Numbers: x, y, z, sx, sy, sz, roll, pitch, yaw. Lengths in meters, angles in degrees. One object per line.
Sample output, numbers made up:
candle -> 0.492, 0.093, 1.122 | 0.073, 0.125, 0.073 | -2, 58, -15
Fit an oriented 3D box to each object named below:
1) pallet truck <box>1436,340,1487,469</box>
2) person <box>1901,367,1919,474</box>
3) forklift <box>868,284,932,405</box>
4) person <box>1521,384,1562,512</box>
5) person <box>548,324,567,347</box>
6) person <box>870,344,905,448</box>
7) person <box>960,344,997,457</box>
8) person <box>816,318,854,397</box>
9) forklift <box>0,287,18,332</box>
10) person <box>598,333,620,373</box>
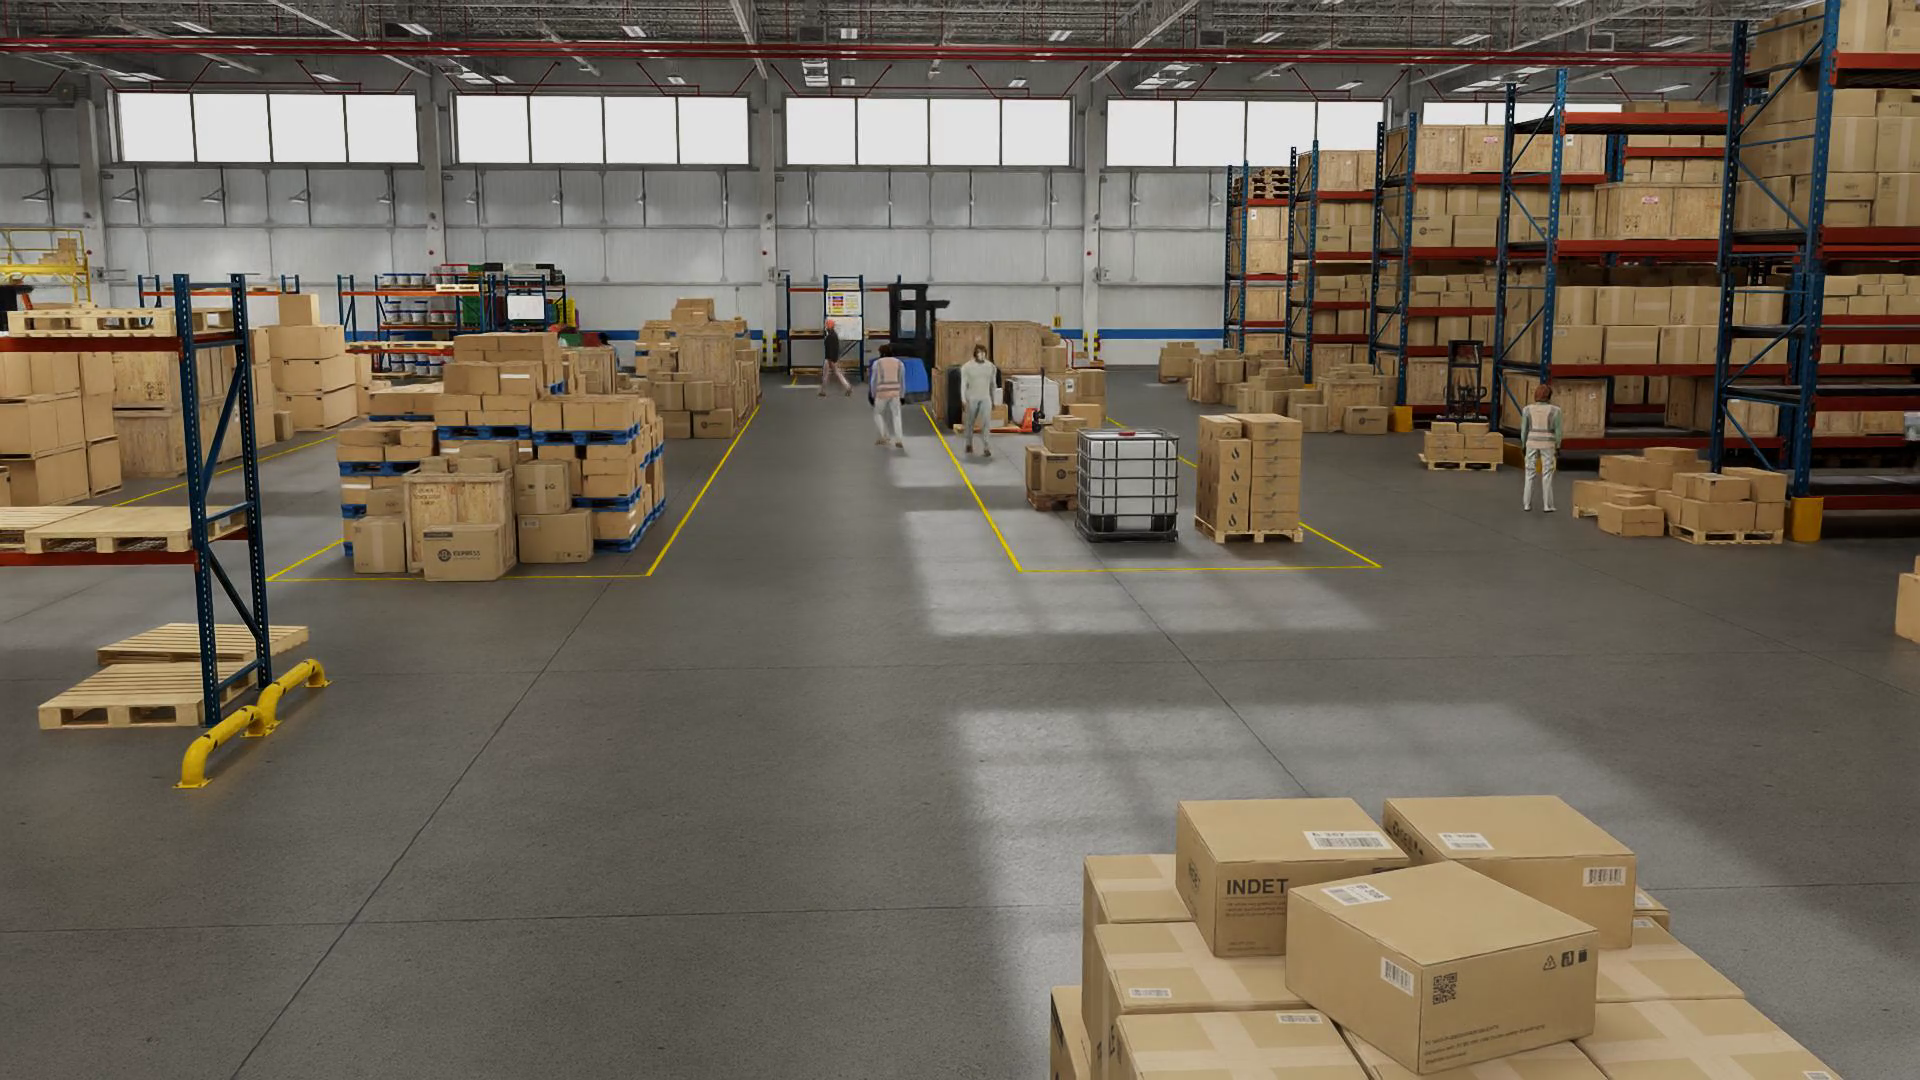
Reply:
pallet truck -> 8.004, -2.170, 26.422 | 0.823, 1.965, 1.885 | 2, 9, 14
person -> 14.257, -1.737, 24.681 | 0.635, 1.683, 0.541 | 0, 9, -3
forklift -> -1.244, -4.627, 39.081 | 1.129, 2.768, 1.873 | 5, 11, 31
person -> 7.423, -1.168, 21.248 | 0.510, 1.640, 0.308 | 6, 11, 34
person -> -9.496, -4.191, 39.448 | 0.554, 1.901, 0.934 | 6, 11, 34
person -> -1.302, -2.537, 29.335 | 0.661, 1.804, 0.762 | -4, 10, -25
person -> 0.298, -2.360, 27.977 | 0.643, 1.894, 1.040 | -2, 9, -13
person -> -3.125, -4.514, 41.256 | 0.908, 1.969, 0.621 | 4, 10, 21
forklift -> -16.254, -2.887, 28.159 | 1.873, 2.768, 1.129 | -1, 9, -4
person -> -8.338, -4.103, 39.571 | 0.547, 1.659, 0.486 | 8, 12, 43
